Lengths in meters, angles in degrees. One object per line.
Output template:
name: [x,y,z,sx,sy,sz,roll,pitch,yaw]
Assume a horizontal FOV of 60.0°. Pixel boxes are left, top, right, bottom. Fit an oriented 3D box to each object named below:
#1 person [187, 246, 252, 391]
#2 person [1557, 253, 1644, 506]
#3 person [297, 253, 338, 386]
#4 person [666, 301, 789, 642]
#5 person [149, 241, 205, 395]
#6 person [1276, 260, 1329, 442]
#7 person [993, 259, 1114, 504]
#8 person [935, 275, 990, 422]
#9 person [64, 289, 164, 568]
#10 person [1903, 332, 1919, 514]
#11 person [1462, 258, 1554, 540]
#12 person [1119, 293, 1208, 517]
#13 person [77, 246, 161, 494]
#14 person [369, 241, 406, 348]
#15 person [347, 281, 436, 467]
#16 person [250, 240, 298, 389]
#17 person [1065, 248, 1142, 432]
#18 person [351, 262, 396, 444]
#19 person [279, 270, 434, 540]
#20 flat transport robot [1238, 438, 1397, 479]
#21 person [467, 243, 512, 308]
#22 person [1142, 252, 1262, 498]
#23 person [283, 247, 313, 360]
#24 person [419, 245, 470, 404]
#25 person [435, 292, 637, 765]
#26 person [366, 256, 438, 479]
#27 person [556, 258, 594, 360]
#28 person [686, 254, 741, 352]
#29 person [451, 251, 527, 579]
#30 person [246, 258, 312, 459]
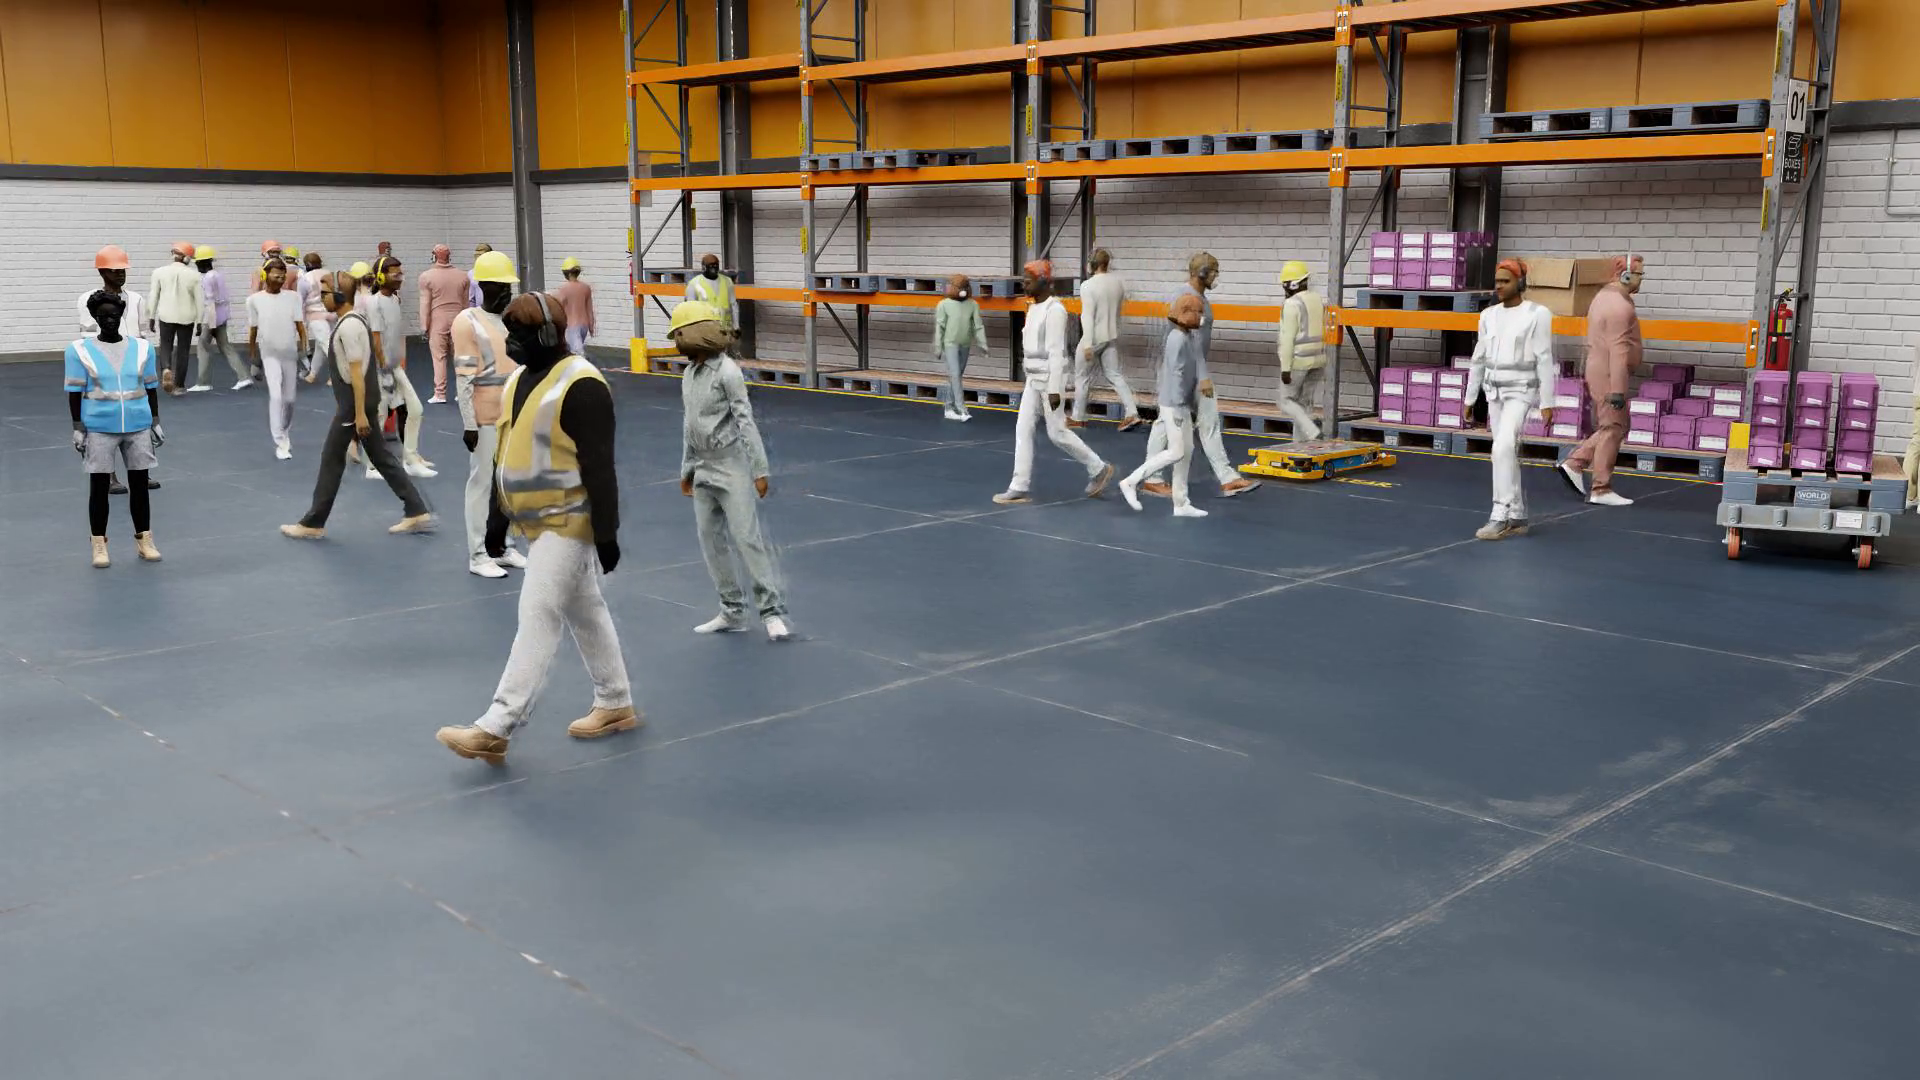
person: [-9.709,-2.880,21.720,0.810,1.894,0.657,-1,10,-5]
person: [4.855,-1.190,12.435,0.472,1.889,0.673,2,11,10]
person: [-8.677,-2.971,22.488,0.997,1.784,0.636,5,12,26]
person: [-1.153,-0.333,8.299,0.433,1.702,0.651,-9,14,-41]
person: [-9.860,-2.776,20.948,0.675,1.948,0.709,-3,11,-16]
person: [3.072,-1.587,14.849,0.512,1.809,0.633,10,14,43]
person: [0.711,-1.196,12.596,0.893,1.856,0.588,-4,11,-21]
person: [0.027,-2.070,18.030,0.526,1.583,0.830,-6,12,-30]
person: [-5.175,-0.684,10.212,0.540,1.695,0.317,-9,14,-40]
person: [7.116,-1.005,12.133,0.280,1.633,0.498,1,10,4]
person: [3.589,-0.934,11.107,0.696,1.861,0.620,-5,12,-27]
person: [1.479,-0.960,11.906,0.558,1.613,0.532,3,11,14]
person: [-6.621,-1.339,13.123,0.360,1.939,0.543,6,12,28]
person: [-10.298,-4.400,29.906,0.645,1.907,0.400,6,12,29]
person: [-5.052,-1.440,14.475,0.826,1.669,0.535,0,10,-2]
person: [-8.956,-2.939,21.805,0.675,1.958,0.661,10,14,42]
person: [1.498,-2.059,17.174,0.642,1.905,0.981,-10,14,-43]
person: [-5.751,-1.813,16.184,0.328,1.765,0.532,2,11,12]
person: [-4.038,-0.898,11.125,0.981,1.798,0.530,-2,11,-11]
flat transport robot: [3.070,-0.706,14.224,1.431,0.197,0.652,-10,14,-44]
person: [-5.882,-2.745,20.839,0.623,1.932,0.376,3,11,17]
person: [1.856,-1.239,12.712,1.002,1.879,0.658,5,12,26]
person: [-10.800,-3.830,26.996,0.603,1.830,0.404,-1,10,-6]
person: [-6.230,-2.600,20.091,0.641,1.908,0.407,-10,15,-44]
person: [-1.677,-0.050,6.465,0.938,1.794,0.658,-8,13,-38]
person: [-4.653,-1.406,13.741,0.710,1.843,0.549,1,10,7]
person: [-4.969,-2.719,21.222,0.887,1.721,0.542,7,13,35]
person: [-3.061,-2.615,20.462,0.621,1.807,0.914,-8,13,-36]
person: [-2.759,-0.747,9.930,0.388,1.926,0.590,4,11,22]
person: [-6.292,-1.682,15.343,0.492,1.826,0.860,-7,13,-35]
